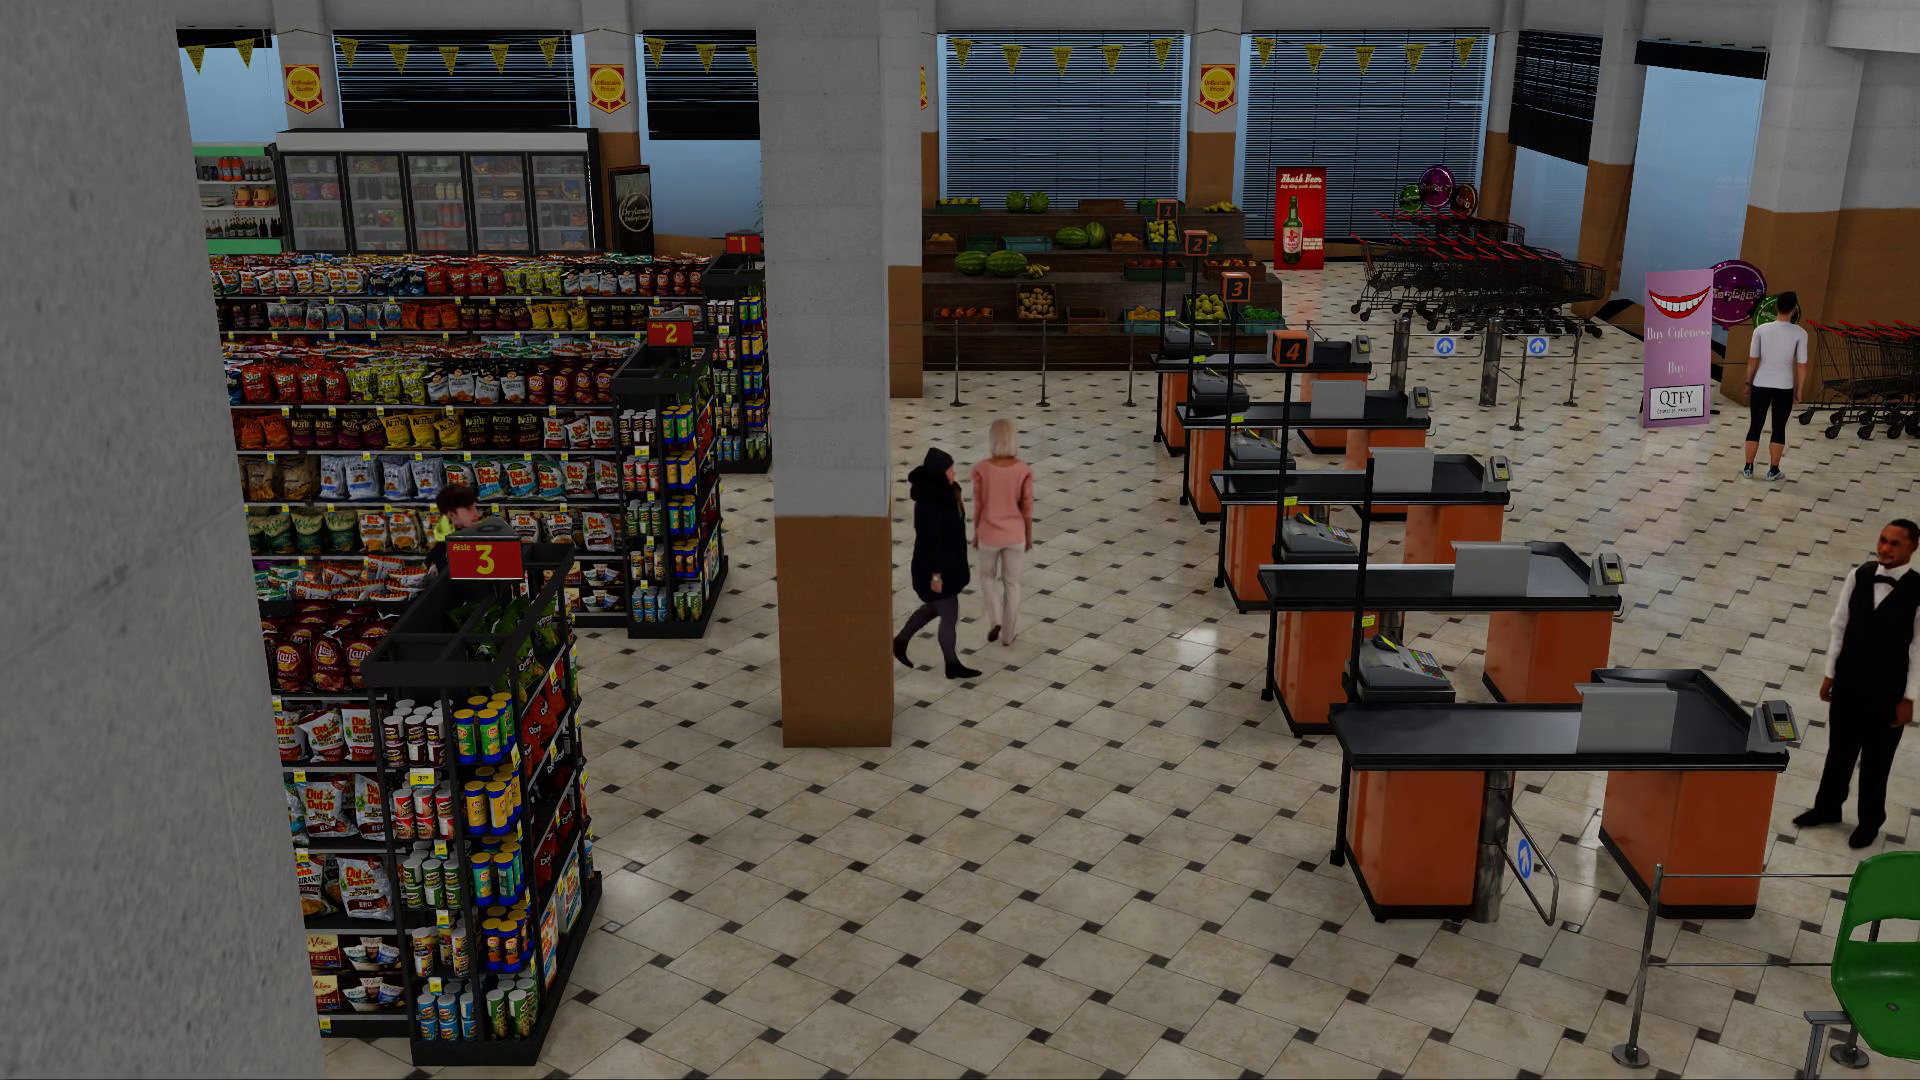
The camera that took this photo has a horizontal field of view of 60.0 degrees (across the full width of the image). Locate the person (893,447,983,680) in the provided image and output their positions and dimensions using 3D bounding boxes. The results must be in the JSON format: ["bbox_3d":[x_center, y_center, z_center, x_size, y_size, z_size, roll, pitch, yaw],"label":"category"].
[{"bbox_3d":[-0.209,0.169,11.539,0.928,1.665,0.692,1,19,3],"label":"person"}]

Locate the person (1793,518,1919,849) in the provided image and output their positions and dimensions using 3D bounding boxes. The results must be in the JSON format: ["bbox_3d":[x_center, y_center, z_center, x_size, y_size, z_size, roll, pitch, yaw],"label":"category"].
[{"bbox_3d":[5.123,0.784,9.318,0.795,1.918,0.788,-12,22,-31],"label":"person"}]

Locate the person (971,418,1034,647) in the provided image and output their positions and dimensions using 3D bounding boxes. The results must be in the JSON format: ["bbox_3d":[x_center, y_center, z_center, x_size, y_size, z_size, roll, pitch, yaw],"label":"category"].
[{"bbox_3d":[0.295,-0.014,12.008,0.628,1.711,0.651,1,19,2],"label":"person"}]

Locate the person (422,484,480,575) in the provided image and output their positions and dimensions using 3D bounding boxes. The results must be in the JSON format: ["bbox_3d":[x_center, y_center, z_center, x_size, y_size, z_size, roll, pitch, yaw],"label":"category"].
[{"bbox_3d":[-2.950,0.626,9.722,1.218,1.958,1.002,6,20,17],"label":"person"}]

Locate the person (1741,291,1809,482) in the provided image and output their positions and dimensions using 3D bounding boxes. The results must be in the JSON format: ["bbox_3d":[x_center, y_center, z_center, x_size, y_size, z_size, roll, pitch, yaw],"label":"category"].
[{"bbox_3d":[7.922,-1.502,16.203,0.694,1.851,0.814,12,22,31],"label":"person"}]
